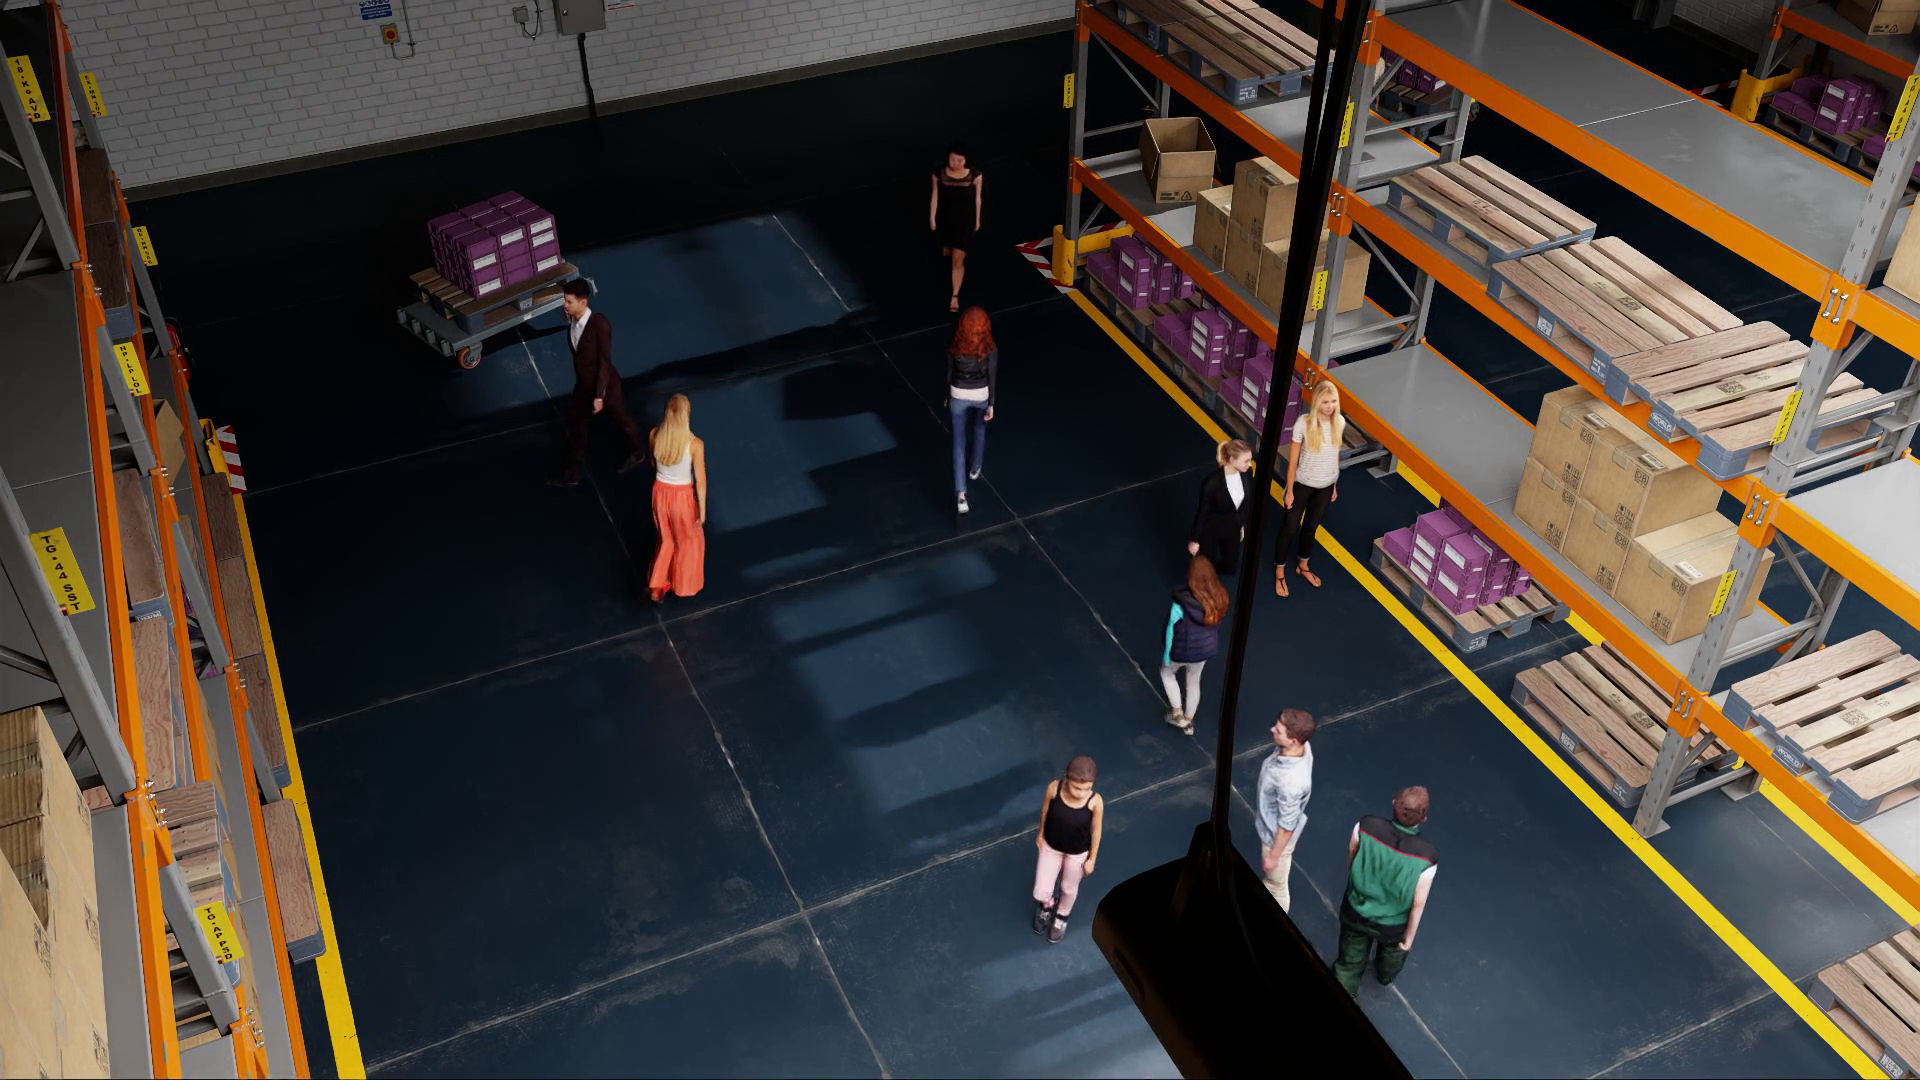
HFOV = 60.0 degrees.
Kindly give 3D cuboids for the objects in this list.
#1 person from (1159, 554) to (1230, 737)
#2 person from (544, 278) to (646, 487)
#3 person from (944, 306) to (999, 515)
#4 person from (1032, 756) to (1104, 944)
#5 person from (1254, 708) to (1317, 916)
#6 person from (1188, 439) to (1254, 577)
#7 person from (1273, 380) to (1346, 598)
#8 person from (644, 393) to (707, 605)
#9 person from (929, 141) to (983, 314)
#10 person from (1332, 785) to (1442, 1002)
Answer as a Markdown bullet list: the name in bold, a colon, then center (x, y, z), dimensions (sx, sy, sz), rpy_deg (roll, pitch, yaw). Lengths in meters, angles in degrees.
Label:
- **person**: center (1.574, 0.757, 11.146), dimensions (0.583, 1.484, 0.607), rpy_deg (-15, 41, -18)
- **person**: center (-2.859, -1.294, 13.446), dimensions (1.193, 1.818, 1.073), rpy_deg (27, 46, 29)
- **person**: center (0.061, -1.010, 13.145), dimensions (0.964, 1.751, 1.248), rpy_deg (1, 39, 1)
- **person**: center (0.652, 1.765, 9.833), dimensions (0.664, 1.547, 0.722), rpy_deg (14, 41, 16)
- **person**: center (1.872, 1.672, 9.710), dimensions (0.795, 1.847, 0.696), rpy_deg (6, 39, 8)
- **person**: center (1.834, -0.091, 12.046), dimensions (0.635, 1.685, 0.707), rpy_deg (-17, 42, -20)
- **person**: center (2.584, -0.402, 12.323), dimensions (0.594, 1.827, 0.529), rpy_deg (-14, 41, -17)
- **person**: center (-2.107, -0.210, 12.125), dimensions (0.923, 1.773, 0.979), rpy_deg (12, 40, 14)
- **person**: center (-0.034, -3.013, 15.703), dimensions (0.971, 1.688, 1.121), rpy_deg (5, 39, 6)
- **person**: center (2.282, 2.094, 9.212), dimensions (1.042, 1.807, 1.036), rpy_deg (19, 42, 22)
